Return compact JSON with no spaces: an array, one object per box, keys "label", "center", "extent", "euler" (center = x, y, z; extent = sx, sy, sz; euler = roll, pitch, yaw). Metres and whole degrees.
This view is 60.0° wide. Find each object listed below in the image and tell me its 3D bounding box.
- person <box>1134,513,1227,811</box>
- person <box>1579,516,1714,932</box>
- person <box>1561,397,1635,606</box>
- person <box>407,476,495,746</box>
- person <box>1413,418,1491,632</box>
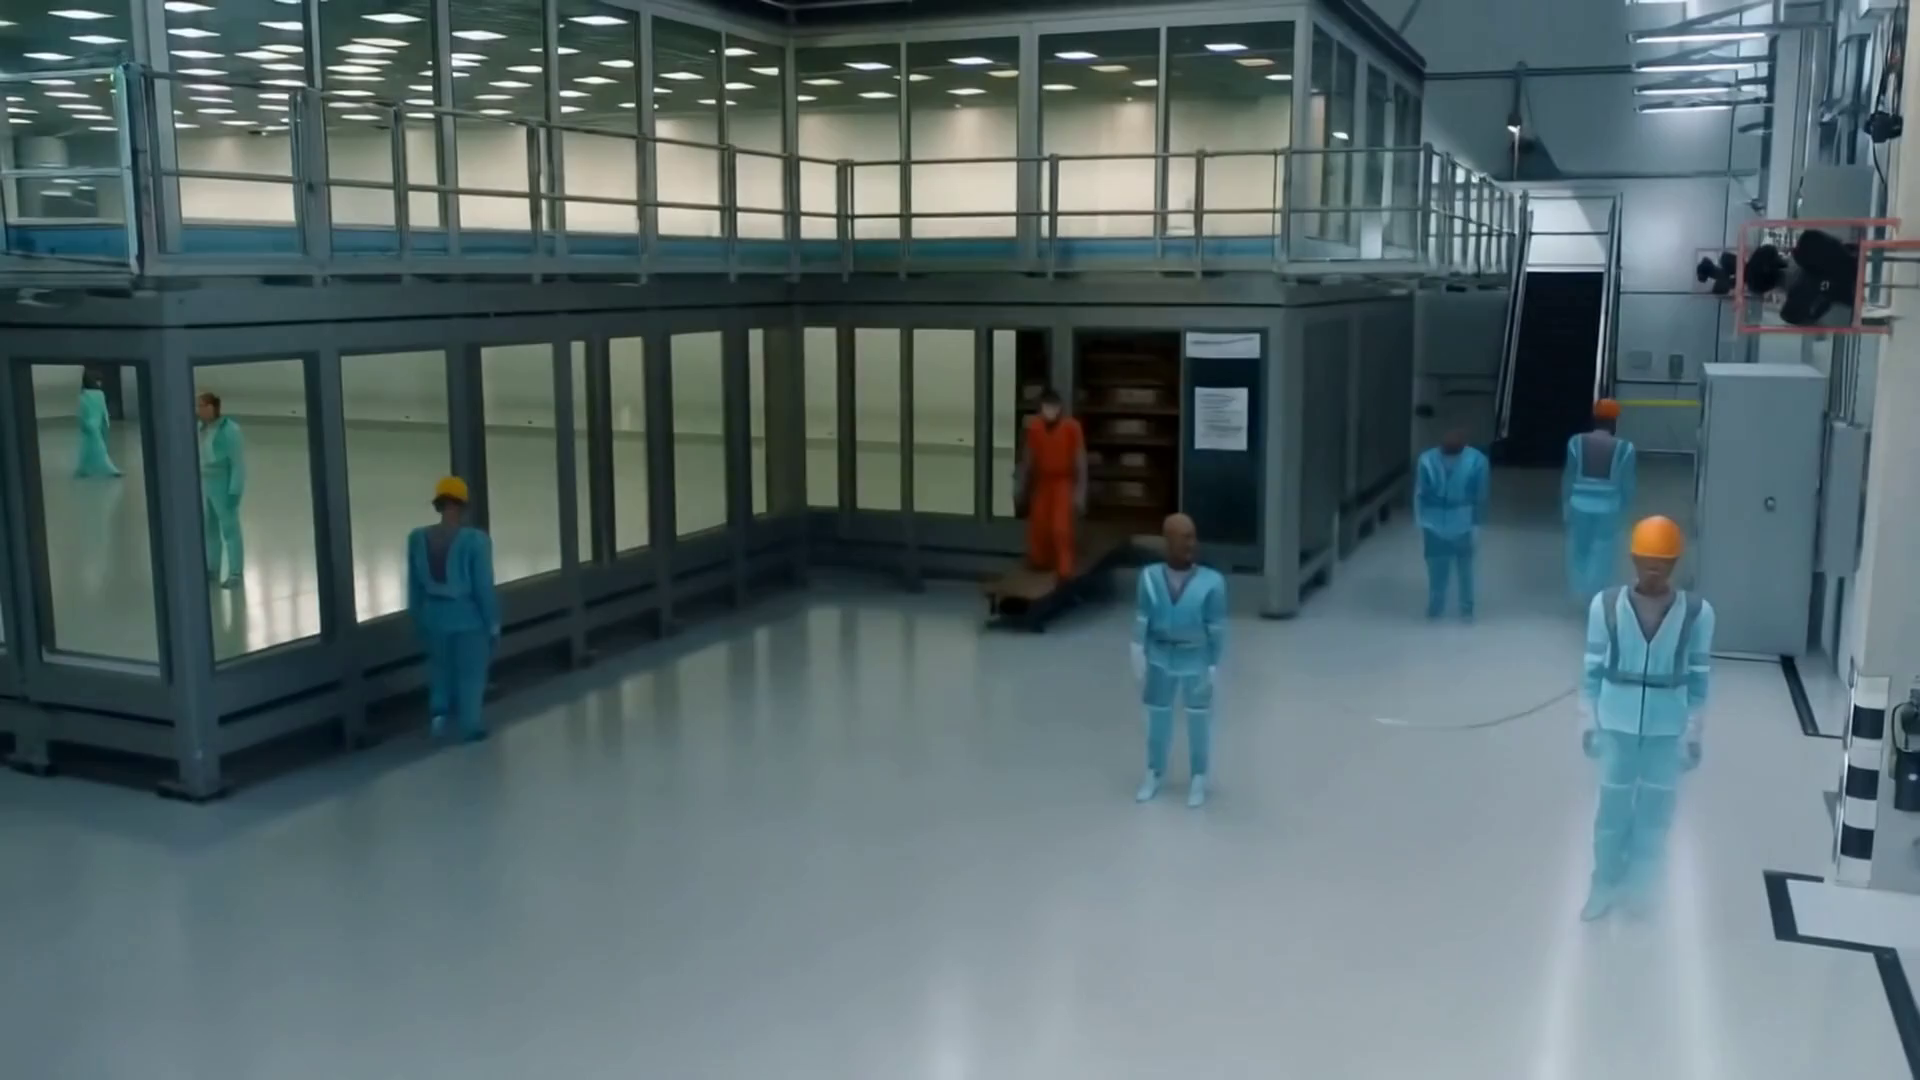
[{"label":"person","center":[1.237,0.688,9.458],"extent":[0.537,1.700,0.318],"euler":[4,10,22]},{"label":"person","center":[3.172,0.848,7.723],"extent":[0.547,1.942,0.351],"euler":[4,10,22]},{"label":"person","center":[5.710,-0.315,14.930],"extent":[0.628,1.935,0.609],"euler":[6,11,32]},{"label":"person","center":[-3.256,0.467,10.643],"extent":[0.552,1.750,0.424],"euler":[-1,9,-8]},{"label":"person","center":[4.163,-0.119,14.107],"extent":[0.651,1.824,0.478],"euler":[5,11,29]}]
